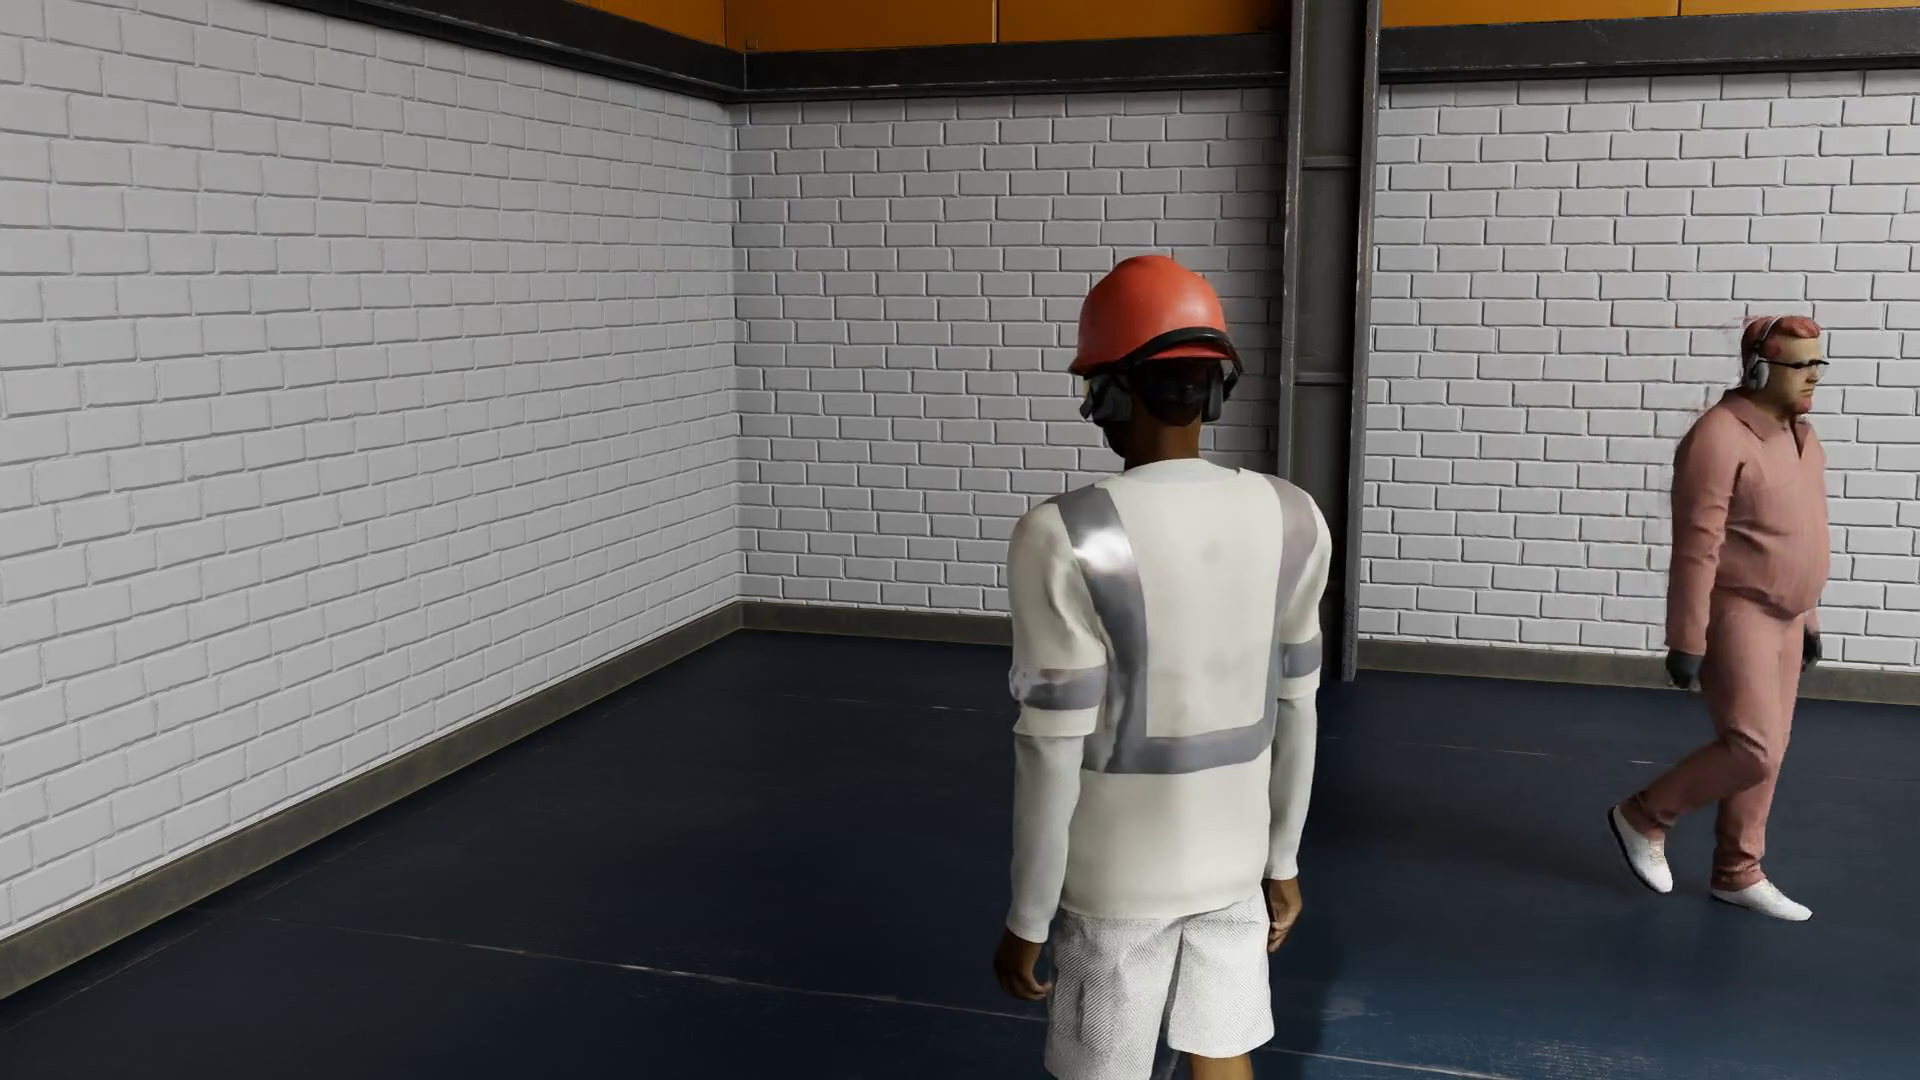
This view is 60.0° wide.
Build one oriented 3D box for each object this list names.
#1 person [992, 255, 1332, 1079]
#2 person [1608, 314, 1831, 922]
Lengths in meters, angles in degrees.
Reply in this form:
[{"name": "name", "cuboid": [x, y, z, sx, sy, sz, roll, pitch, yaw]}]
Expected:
[{"name": "person", "cuboid": [0.321, 0.547, 2.845, 0.615, 2.038, 0.395, -5, 11, -29]}, {"name": "person", "cuboid": [2.402, 0.250, 5.139, 0.651, 1.890, 0.493, -8, 12, -41]}]
